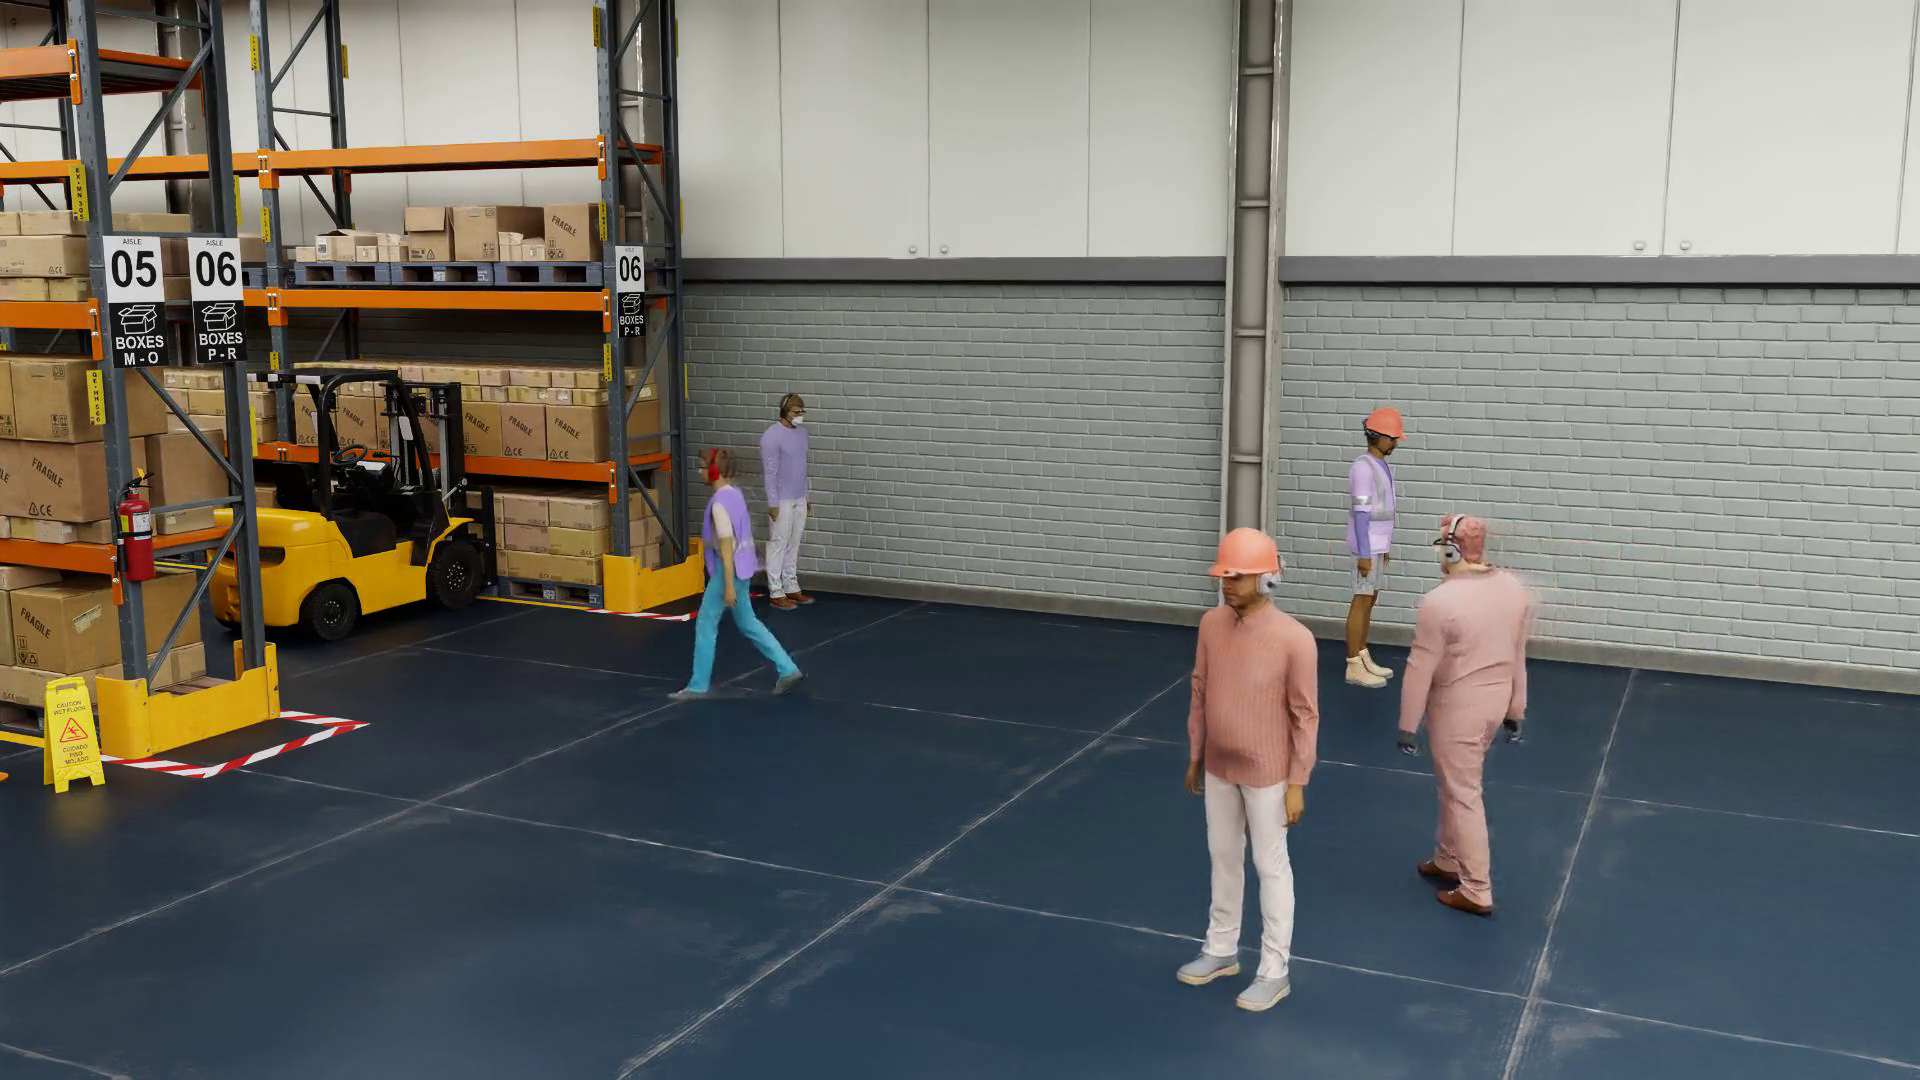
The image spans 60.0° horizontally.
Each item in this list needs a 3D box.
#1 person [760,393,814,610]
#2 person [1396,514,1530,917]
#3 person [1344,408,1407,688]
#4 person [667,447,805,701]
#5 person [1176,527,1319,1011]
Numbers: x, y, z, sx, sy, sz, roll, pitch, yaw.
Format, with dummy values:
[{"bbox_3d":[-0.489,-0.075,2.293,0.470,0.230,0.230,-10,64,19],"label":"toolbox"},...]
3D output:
[{"bbox_3d":[-1.537,-0.353,14.917,0.370,1.934,0.627,4,10,26],"label":"person"},{"bbox_3d":[2.331,0.807,7.939,0.669,1.880,0.749,-6,11,-32],"label":"person"},{"bbox_3d":[3.032,0.048,12.156,0.392,2.034,0.605,4,10,26],"label":"person"},{"bbox_3d":[-1.564,0.244,11.666,0.927,1.809,0.578,0,9,3],"label":"person"},{"bbox_3d":[1.173,0.930,6.861,0.396,1.992,0.622,-8,12,-39],"label":"person"}]
